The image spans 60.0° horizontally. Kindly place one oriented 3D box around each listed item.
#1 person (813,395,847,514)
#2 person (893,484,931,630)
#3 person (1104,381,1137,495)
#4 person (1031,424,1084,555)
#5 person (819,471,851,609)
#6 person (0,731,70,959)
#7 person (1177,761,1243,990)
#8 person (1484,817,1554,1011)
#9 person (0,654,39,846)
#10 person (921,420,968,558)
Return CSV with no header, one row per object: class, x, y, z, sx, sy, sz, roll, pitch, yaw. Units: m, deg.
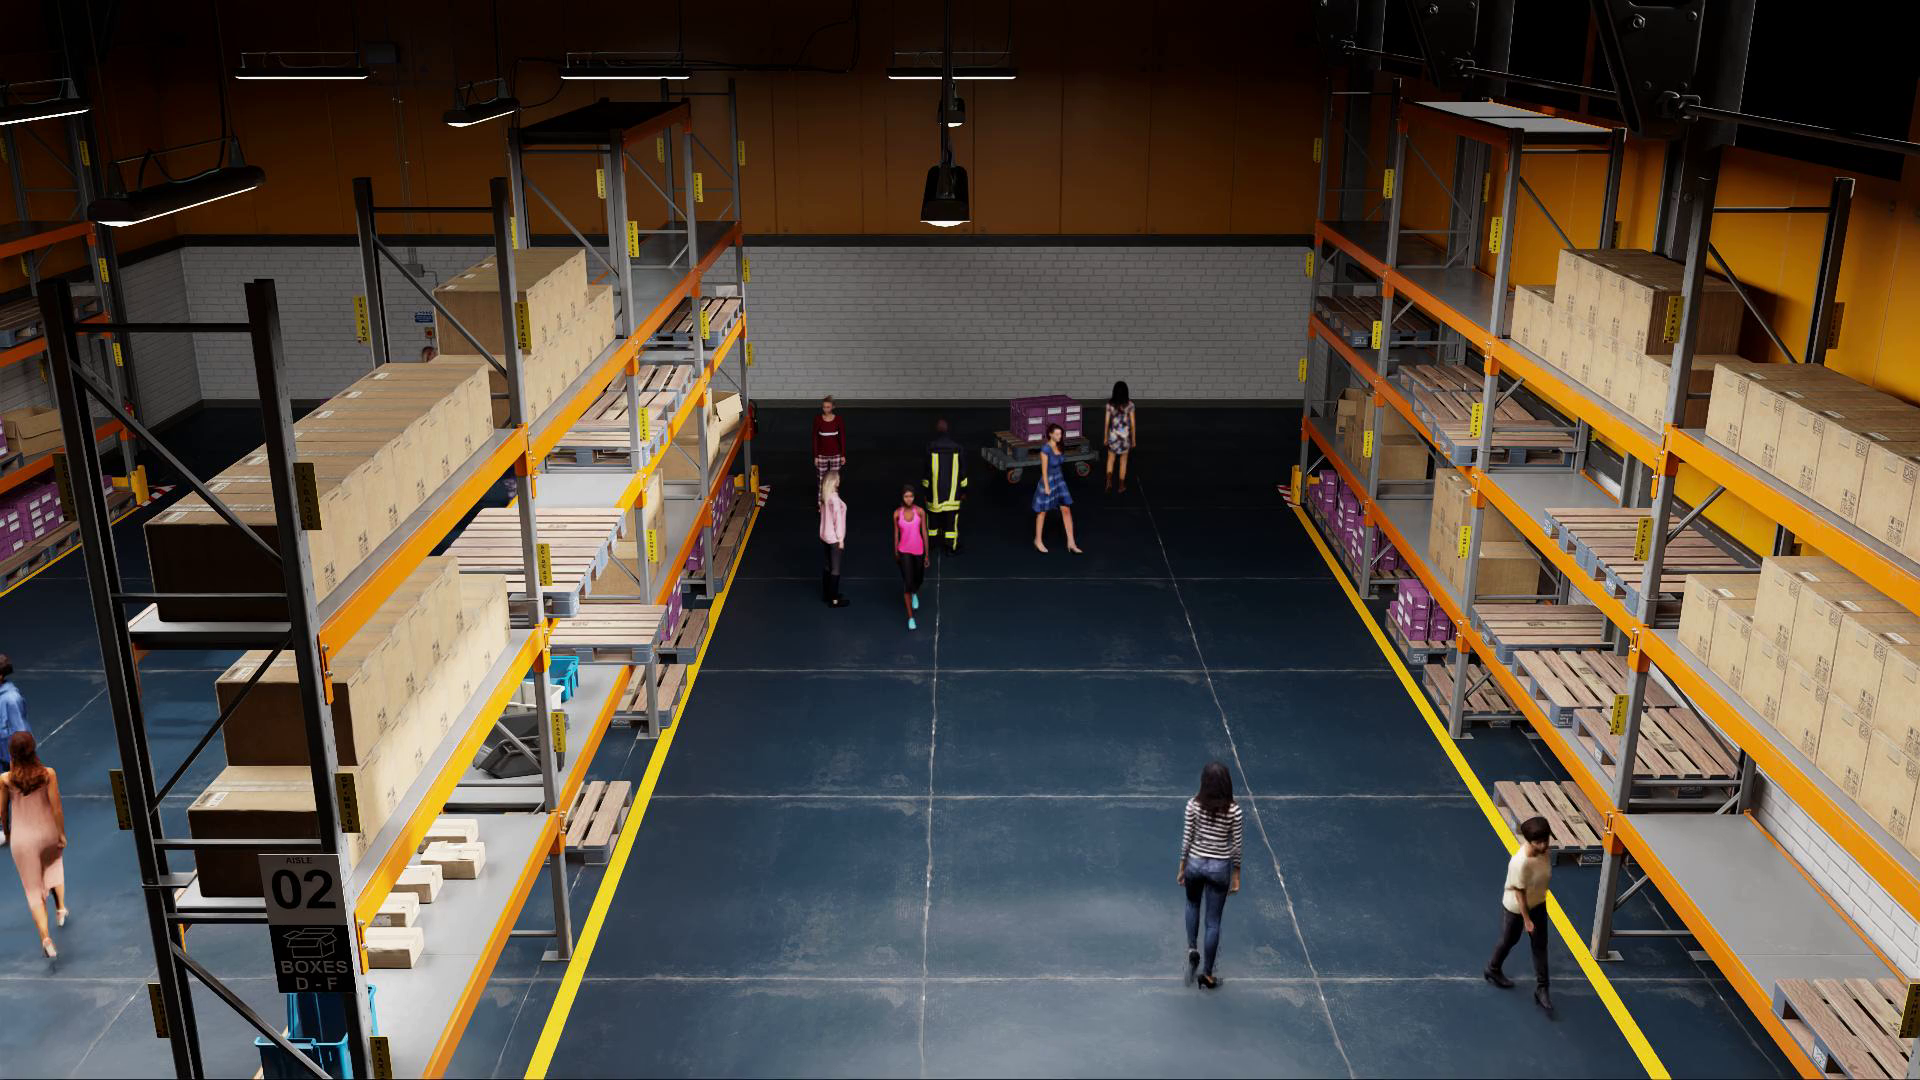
person,-1.869,-1.231,23.706,0.638,1.702,0.532,-3,19,-8
person,-0.571,0.147,19.626,0.653,1.694,1.133,-2,19,-7
person,2.322,-1.464,24.363,0.755,1.723,0.921,5,19,15
person,1.145,-0.666,21.909,1.038,1.777,1.006,15,24,37
person,-1.563,-0.027,20.155,0.741,1.685,0.624,-9,21,-25
person,-7.147,2.380,12.845,0.935,1.790,1.185,-9,21,-26
person,1.841,2.534,12.423,0.706,1.766,0.786,6,19,17
person,4.144,2.686,12.313,0.868,1.550,0.987,-15,24,-38
person,-8.227,1.802,14.558,0.848,1.792,0.930,7,20,20
person,-0.202,-0.687,21.923,0.857,1.807,0.843,0,19,-1
